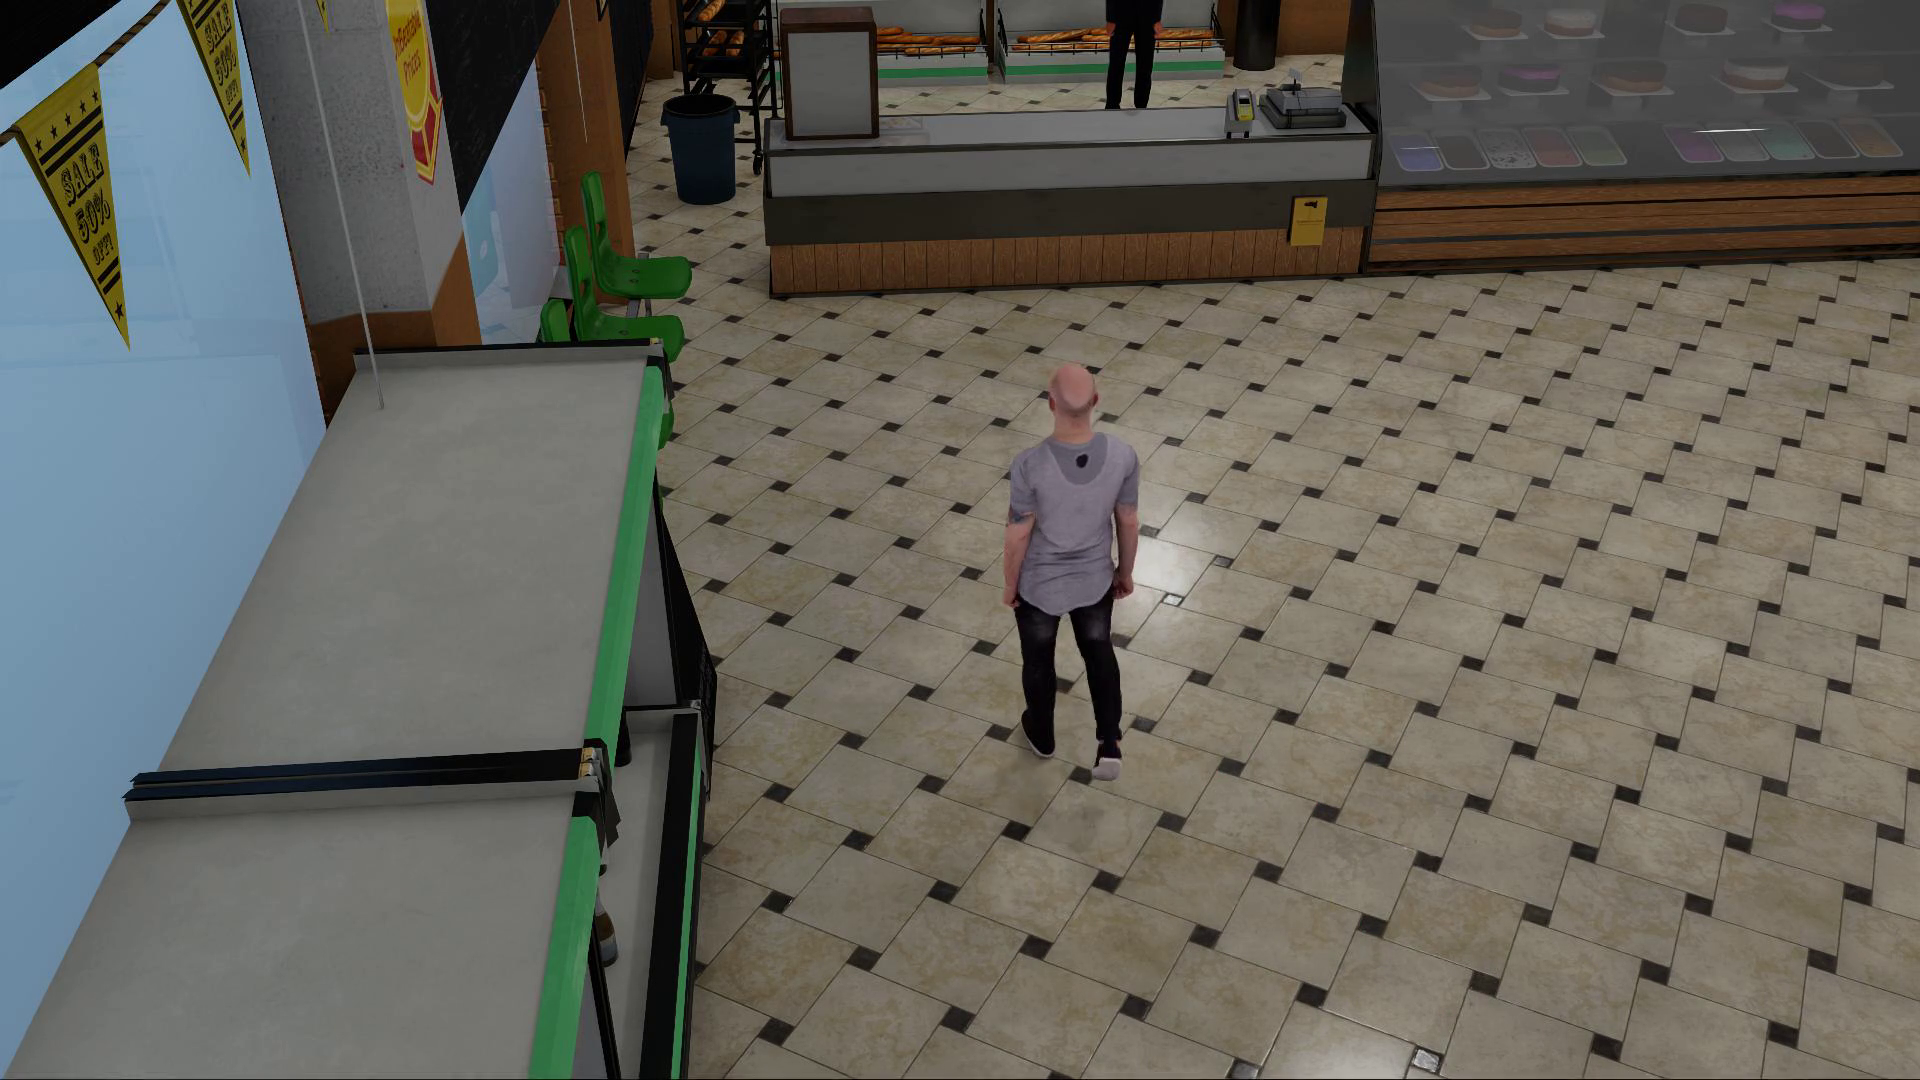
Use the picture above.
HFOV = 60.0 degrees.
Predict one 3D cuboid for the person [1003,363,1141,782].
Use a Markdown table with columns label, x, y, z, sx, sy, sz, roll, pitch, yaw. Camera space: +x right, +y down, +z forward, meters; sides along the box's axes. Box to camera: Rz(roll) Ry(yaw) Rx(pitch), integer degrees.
| label | x | y | z | sx | sy | sz | roll | pitch | yaw |
| --- | --- | --- | --- | --- | --- | --- | --- | --- | --- |
| person | 0.423 | 0.192 | 6.390 | 0.748 | 1.819 | 0.993 | -7 | 33 | -11 |

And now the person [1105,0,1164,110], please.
| label | x | y | z | sx | sy | sz | roll | pitch | yaw |
| --- | --- | --- | --- | --- | --- | --- | --- | --- | --- |
| person | 1.416 | -4.247 | 13.480 | 0.615 | 1.868 | 0.570 | -3 | 32 | -5 |
